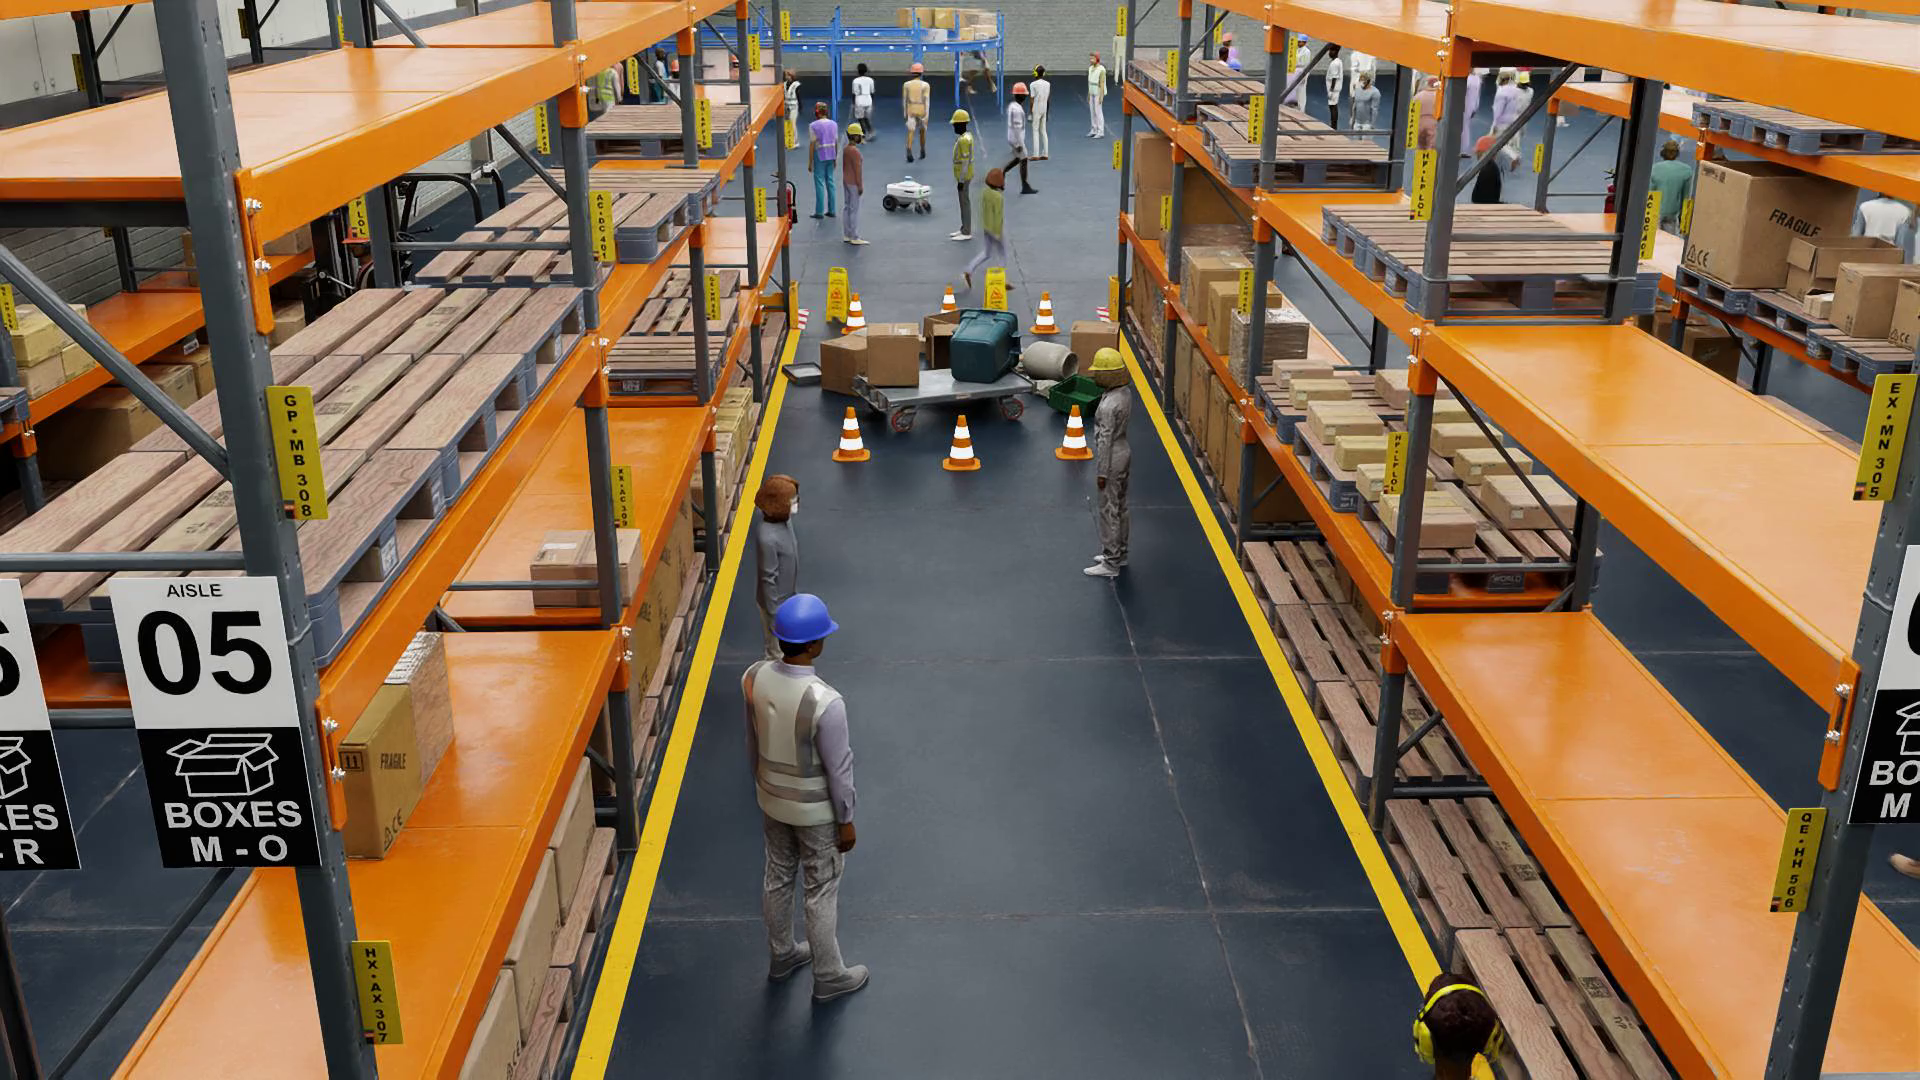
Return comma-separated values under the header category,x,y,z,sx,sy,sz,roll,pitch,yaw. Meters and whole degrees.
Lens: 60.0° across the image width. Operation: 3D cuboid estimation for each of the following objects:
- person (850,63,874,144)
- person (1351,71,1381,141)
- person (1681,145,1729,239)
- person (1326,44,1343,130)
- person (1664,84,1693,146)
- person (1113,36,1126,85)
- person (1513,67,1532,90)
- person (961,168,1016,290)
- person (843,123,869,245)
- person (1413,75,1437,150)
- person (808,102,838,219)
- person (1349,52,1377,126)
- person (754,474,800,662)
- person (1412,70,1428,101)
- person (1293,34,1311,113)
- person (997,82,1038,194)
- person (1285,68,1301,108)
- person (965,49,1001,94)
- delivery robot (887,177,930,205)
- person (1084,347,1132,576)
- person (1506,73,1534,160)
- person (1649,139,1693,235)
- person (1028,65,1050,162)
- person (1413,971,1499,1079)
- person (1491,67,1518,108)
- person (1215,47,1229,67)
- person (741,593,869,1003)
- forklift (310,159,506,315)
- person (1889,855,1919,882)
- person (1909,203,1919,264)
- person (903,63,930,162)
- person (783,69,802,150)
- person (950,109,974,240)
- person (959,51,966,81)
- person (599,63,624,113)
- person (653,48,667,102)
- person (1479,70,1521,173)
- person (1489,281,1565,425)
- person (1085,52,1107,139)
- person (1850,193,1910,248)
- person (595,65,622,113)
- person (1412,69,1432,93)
category,x,y,z,sx,sy,sz,roll,pitch,yaw
person,-2.074,-9.268,35.356,0.535,1.684,0.373,-16,26,-37
person,7.514,-7.730,30.949,0.382,1.928,0.638,-11,24,-28
person,9.411,-4.029,21.003,0.535,2.000,0.694,-11,23,-27
person,8.297,-10.023,36.951,0.361,1.963,0.612,8,22,20
person,14.563,-8.765,33.708,0.482,1.905,0.621,-9,22,-22
person,4.601,-13.837,47.492,0.504,1.632,0.269,7,22,18
person,14.575,-12.207,43.023,0.345,1.746,0.573,-14,25,-33
person,0.373,-4.016,21.577,0.695,1.614,0.505,-10,23,-25
person,-1.571,-5.287,24.716,0.329,1.765,0.525,-9,23,-23
person,8.678,-7.630,30.750,0.646,1.877,0.838,11,23,27
person,-2.187,-6.108,26.798,0.399,1.832,0.571,19,28,41
person,9.256,-10.513,38.158,0.624,2.025,0.434,-2,21,-5
person,-1.070,0.375,9.944,0.293,1.623,0.507,2,21,6
person,10.052,-9.766,36.427,0.329,1.857,0.525,16,26,36
person,8.196,-11.194,40.068,0.381,1.951,0.605,-6,22,-17
person,0.978,-7.016,29.064,0.688,1.925,0.585,-3,21,-9
person,6.997,-9.407,35.398,0.601,1.907,0.534,-12,24,-29
person,0.625,-13.072,44.980,1.061,1.982,0.631,8,22,21
delivery robot,-0.852,-5.765,27.528,0.707,0.478,0.477,12,24,28
person,1.096,-0.575,12.308,0.322,1.734,0.488,8,22,20
person,11.151,-8.504,33.297,0.520,1.703,0.726,-5,21,-13
person,9.156,-4.232,21.690,0.635,1.930,0.353,0,21,0
person,1.562,-8.448,32.944,0.500,1.861,0.328,-16,26,-37
person,1.418,2.156,4.937,0.521,1.852,0.575,-3,21,-7
person,13.720,-11.754,41.689,0.759,1.849,0.367,-12,24,-28
person,5.711,-9.895,36.698,0.405,1.906,0.604,-8,22,-21
person,-0.696,1.154,7.433,0.607,1.948,0.390,16,26,37
forklift,-5.622,-2.910,17.832,2.313,2.155,1.214,-1,21,-1
person,5.080,0.870,8.348,0.511,1.837,0.357,-11,24,-28
person,12.786,-4.225,21.798,0.570,1.840,0.373,4,21,10
person,-0.876,-8.461,32.917,0.553,1.907,0.932,5,21,12
person,-3.562,-8.963,34.638,0.536,1.620,0.605,17,27,38
person,0.031,-5.487,25.014,0.361,1.929,0.587,0,21,-1
person,0.042,-14.321,48.622,0.295,1.744,0.488,-1,21,-4
person,-7.687,-9.823,36.504,0.652,1.906,0.404,-19,28,-41
person,-6.680,-10.055,37.202,0.344,1.845,0.506,-5,21,-13
person,10.196,-7.819,31.189,0.693,1.923,0.640,10,23,25
person,5.331,-2.015,15.707,0.627,2.020,0.632,-5,21,-14
person,2.982,-9.689,36.253,0.384,1.835,0.562,-9,23,-23
person,10.582,-3.253,19.177,0.601,1.881,0.876,-2,21,-5
person,-7.526,-9.494,35.776,0.655,1.807,0.580,17,27,38
person,10.643,-10.556,38.592,0.567,1.805,0.960,-6,21,-15
